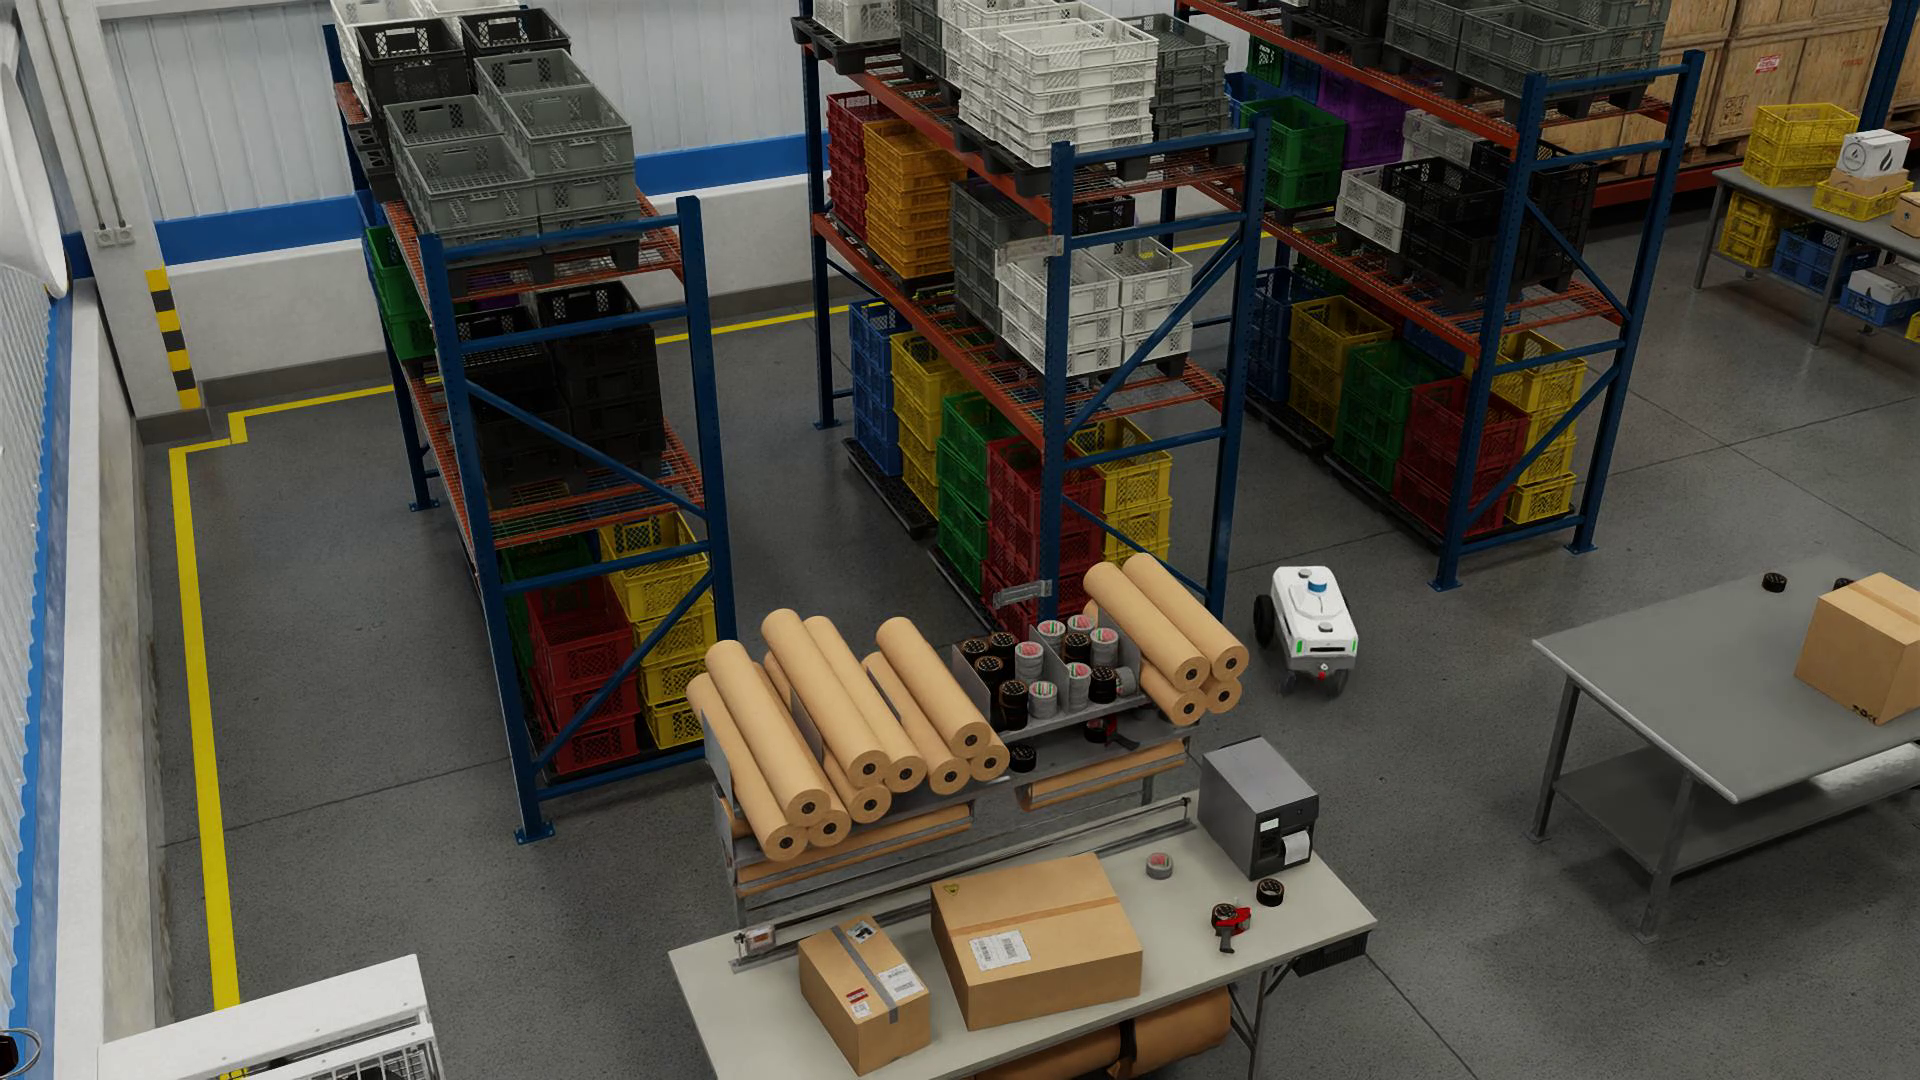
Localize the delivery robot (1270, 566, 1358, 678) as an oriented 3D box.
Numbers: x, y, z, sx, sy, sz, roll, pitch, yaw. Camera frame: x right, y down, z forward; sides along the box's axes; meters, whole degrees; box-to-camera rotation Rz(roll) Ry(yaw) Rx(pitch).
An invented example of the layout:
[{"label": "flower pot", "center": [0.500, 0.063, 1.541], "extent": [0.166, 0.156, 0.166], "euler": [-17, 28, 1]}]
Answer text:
[{"label": "delivery robot", "center": [1.894, 0.411, 8.922], "extent": [0.477, 0.478, 0.707], "euler": [-1, 32, -1]}]

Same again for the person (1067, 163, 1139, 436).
[{"label": "person", "center": [0.834, -1.569, 10.918], "extent": [0.629, 1.935, 0.373], "euler": [0, 32, 0]}]
